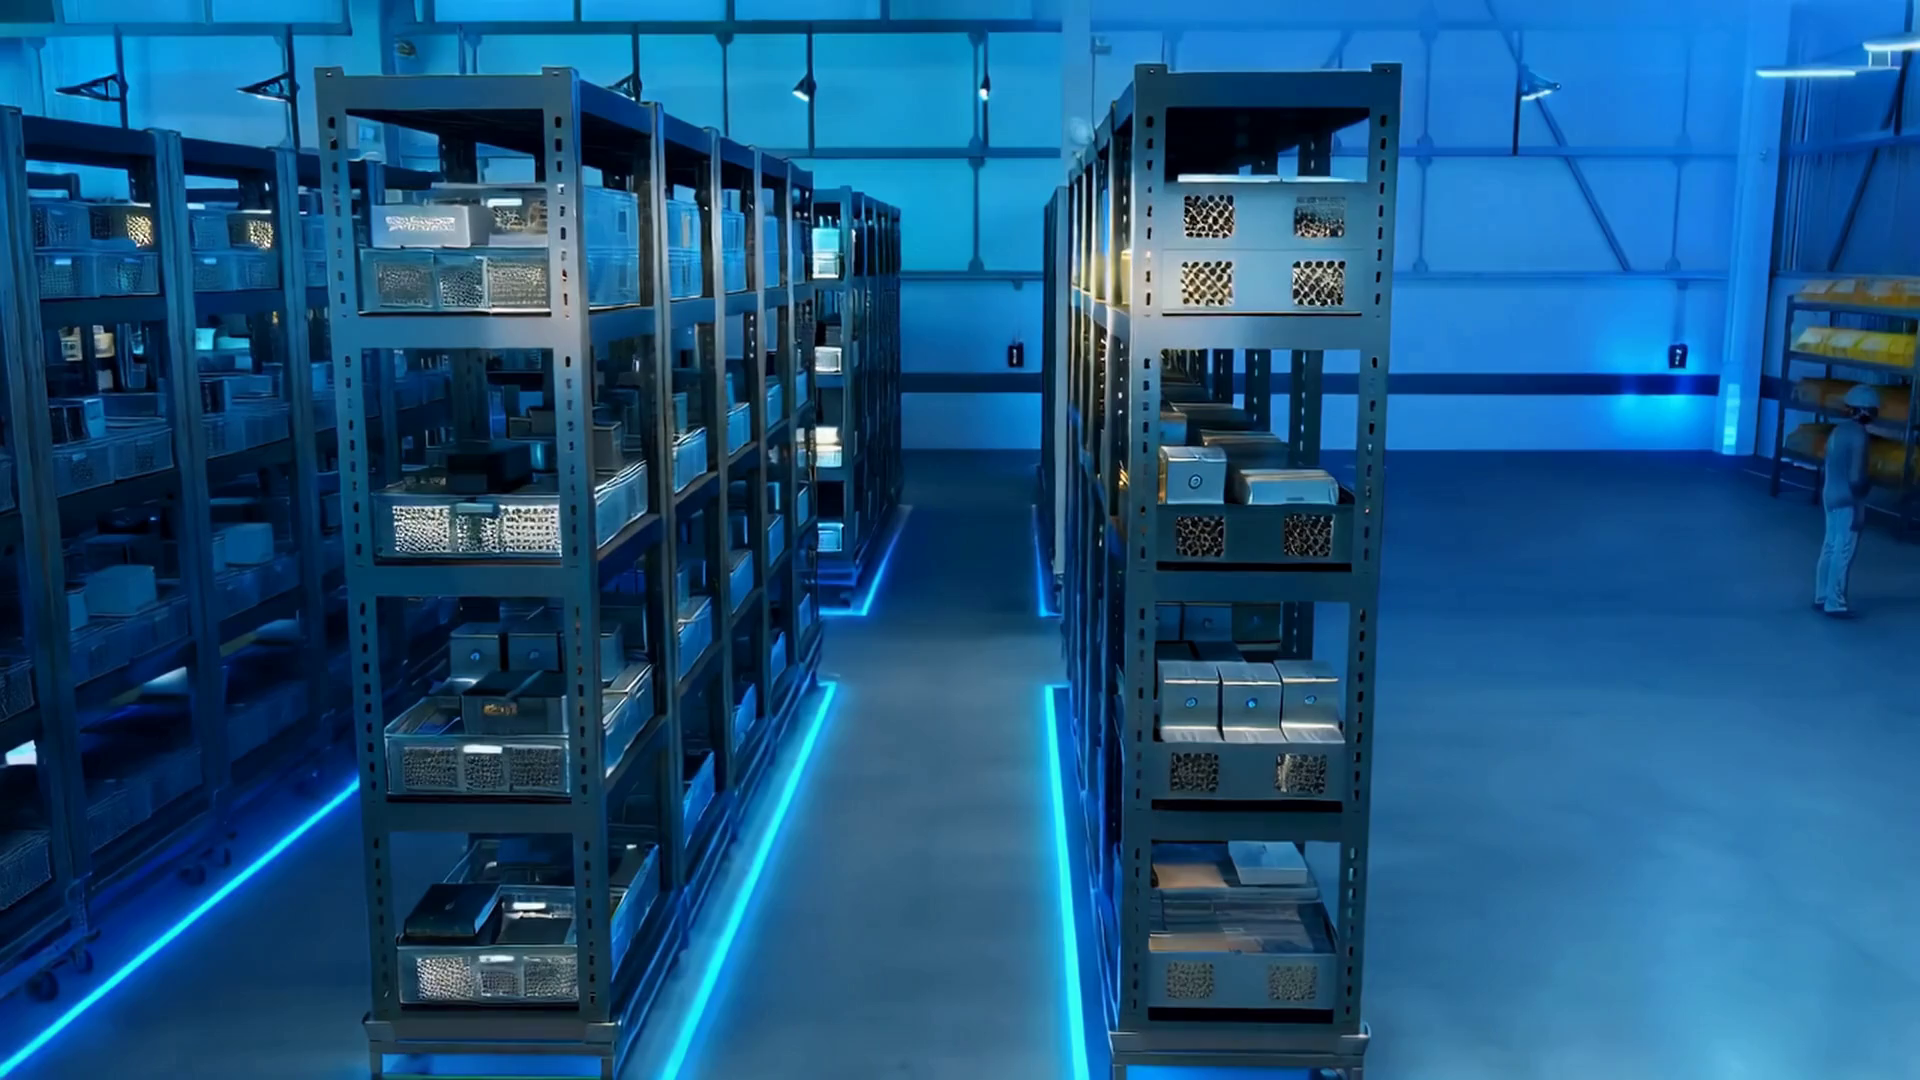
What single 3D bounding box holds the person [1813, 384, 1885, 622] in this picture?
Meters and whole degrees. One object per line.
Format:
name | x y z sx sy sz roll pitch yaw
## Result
person | 7.411 -0.308 13.860 0.400 1.986 0.608 1 10 8
